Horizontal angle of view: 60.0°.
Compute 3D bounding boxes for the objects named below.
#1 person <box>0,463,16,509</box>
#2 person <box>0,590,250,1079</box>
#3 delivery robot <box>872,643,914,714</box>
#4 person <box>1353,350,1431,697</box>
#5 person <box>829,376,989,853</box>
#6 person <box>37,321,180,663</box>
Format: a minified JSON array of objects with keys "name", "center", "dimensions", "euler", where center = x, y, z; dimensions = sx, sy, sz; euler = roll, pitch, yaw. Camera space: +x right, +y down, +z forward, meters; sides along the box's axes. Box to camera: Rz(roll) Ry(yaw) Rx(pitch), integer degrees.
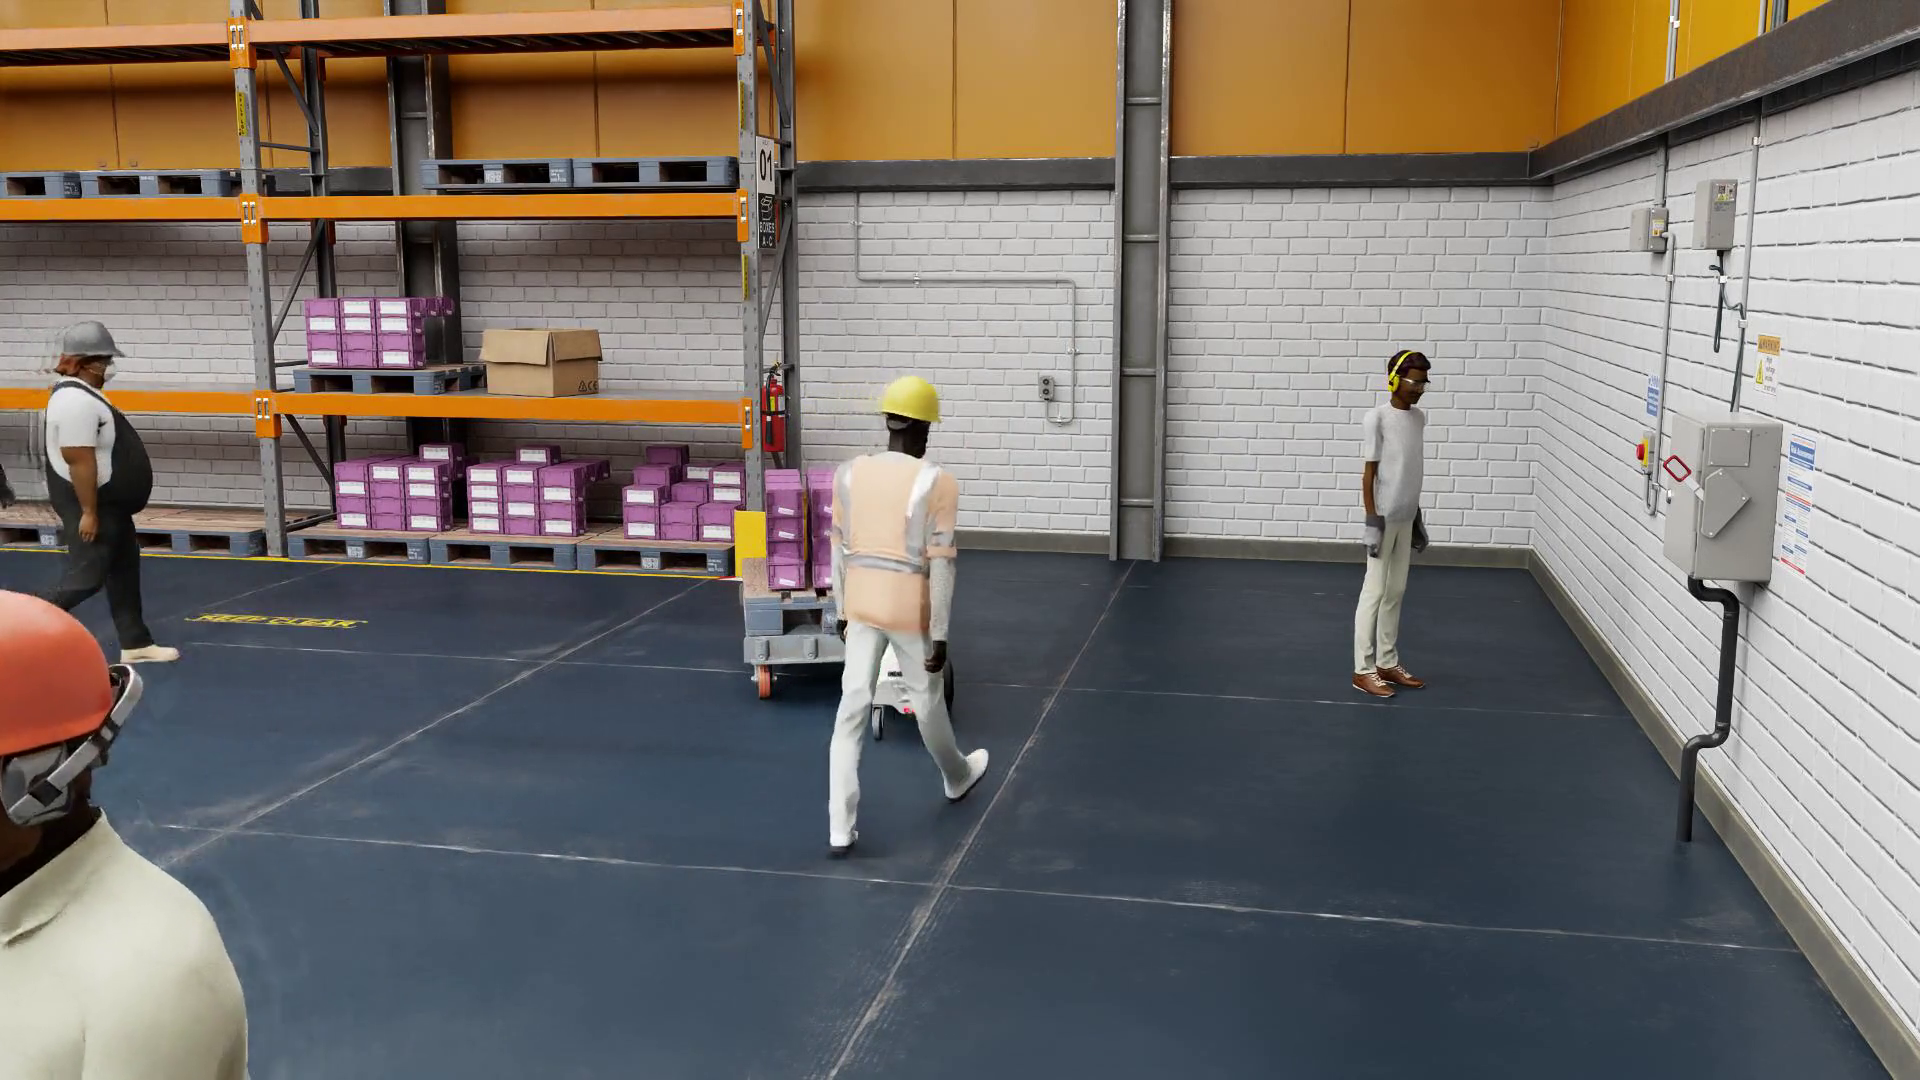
[{"name":"person","center":[-6.377,-0.375,10.507],"dimensions":[0.931,1.937,0.610],"euler":[0,9,0]},{"name":"person","center":[-1.108,1.027,1.989],"dimensions":[0.628,1.939,1.004],"euler":[8,12,38]},{"name":"delivery robot","center":[-0.274,0.618,8.368],"dimensions":[0.477,0.478,0.707],"euler":[0,9,-3]},{"name":"person","center":[2.361,-0.096,9.018],"dimensions":[0.518,1.865,0.330],"euler":[-8,12,-40]},{"name":"person","center":[-0.259,0.280,6.784],"dimensions":[0.634,1.867,1.046],"euler":[4,10,24]},{"name":"person","center":[-5.000,-0.245,9.383],"dimensions":[0.870,2.000,0.687],"euler":[-5,10,-25]}]
